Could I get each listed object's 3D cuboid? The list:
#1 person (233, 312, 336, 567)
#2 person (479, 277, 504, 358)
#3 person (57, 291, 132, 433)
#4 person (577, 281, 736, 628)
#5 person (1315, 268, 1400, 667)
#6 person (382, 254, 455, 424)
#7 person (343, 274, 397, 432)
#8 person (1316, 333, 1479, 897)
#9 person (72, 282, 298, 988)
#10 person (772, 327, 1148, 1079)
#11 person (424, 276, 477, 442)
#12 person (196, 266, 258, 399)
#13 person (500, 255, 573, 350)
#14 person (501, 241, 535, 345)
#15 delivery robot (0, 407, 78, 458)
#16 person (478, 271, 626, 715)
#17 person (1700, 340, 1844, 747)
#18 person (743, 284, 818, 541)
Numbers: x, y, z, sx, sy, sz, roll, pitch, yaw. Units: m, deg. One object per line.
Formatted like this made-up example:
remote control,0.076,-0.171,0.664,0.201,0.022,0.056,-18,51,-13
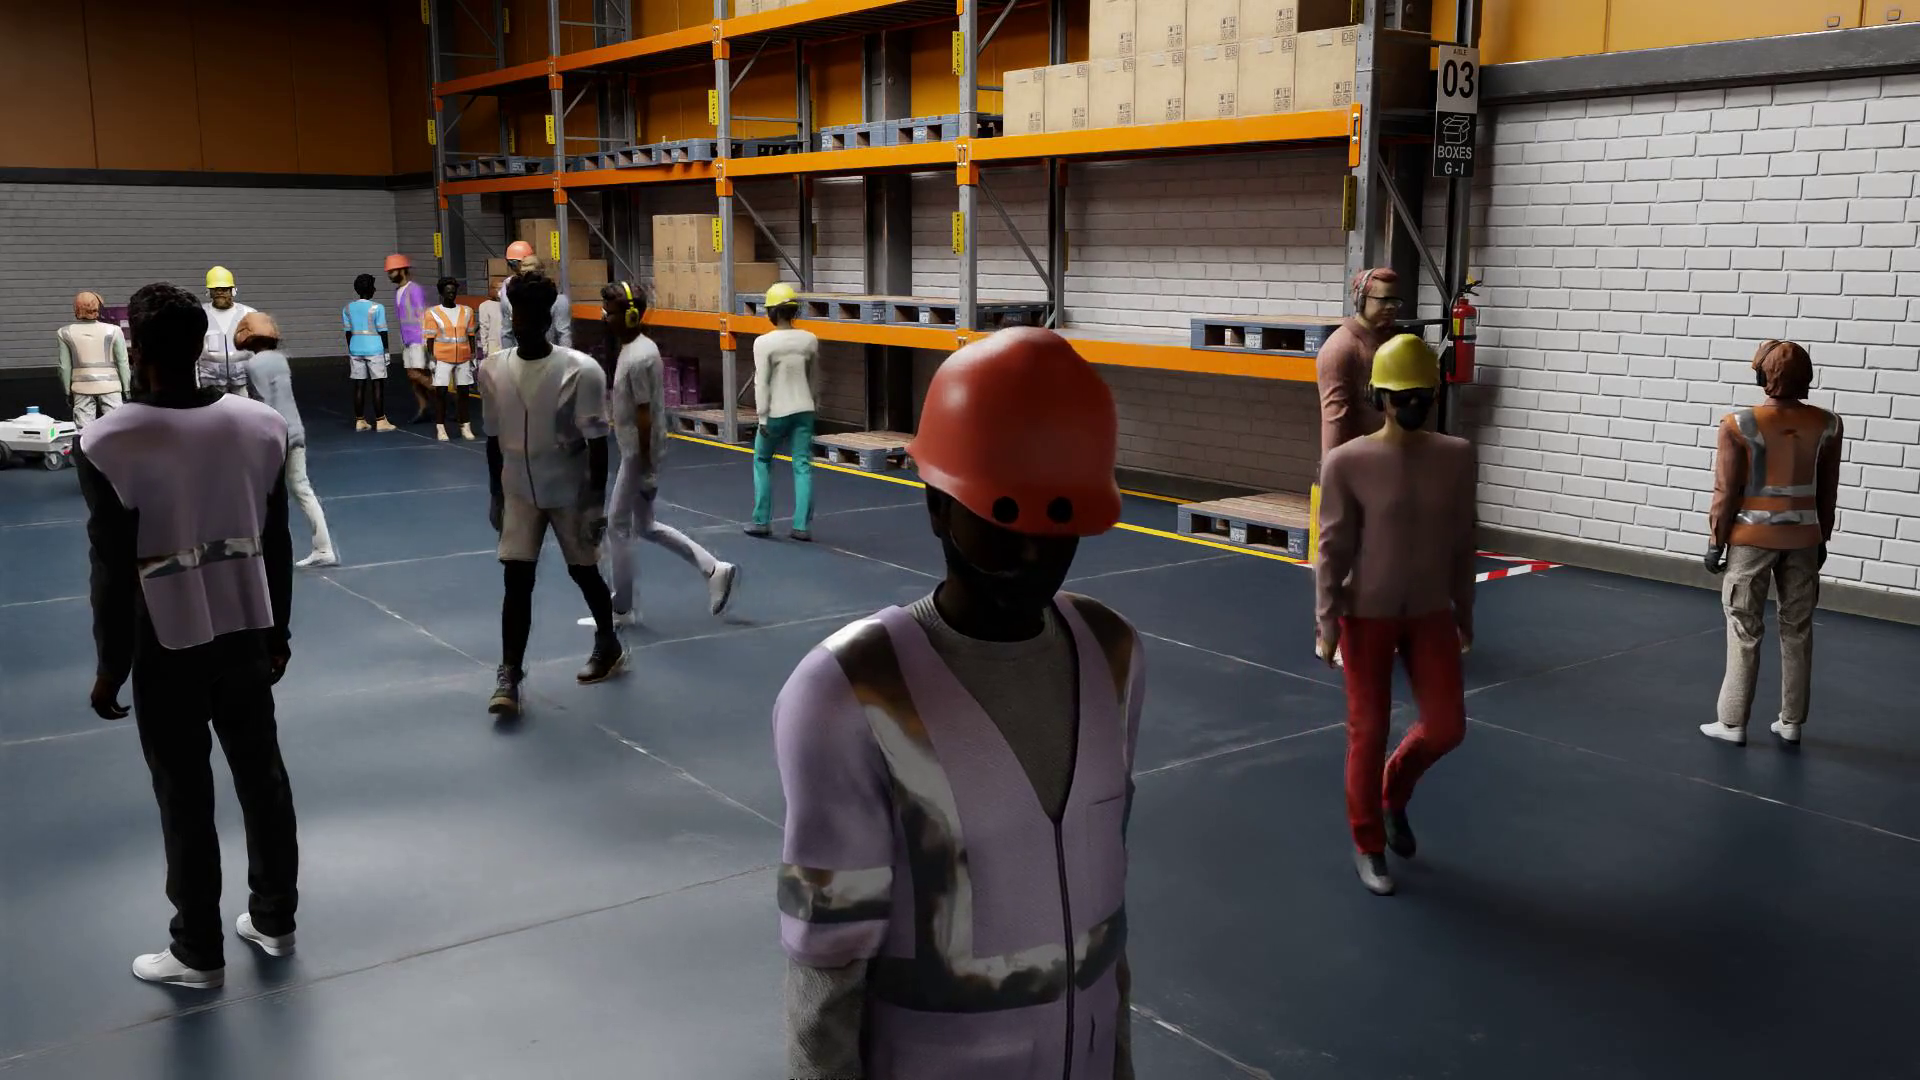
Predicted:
person,-4.262,-0.610,10.347,0.717,1.593,0.519,1,10,7
person,-5.426,-2.277,19.608,0.284,1.626,0.492,10,14,44
person,-6.954,-1.177,13.400,0.514,1.642,0.310,-3,11,-18
person,-1.613,-0.433,8.697,0.759,1.838,0.541,0,10,-2
person,1.969,-0.348,8.023,0.402,1.904,0.651,9,13,40
person,-6.075,-2.234,18.588,0.639,1.907,0.578,-9,14,-42
person,-6.355,-2.005,17.881,0.541,1.696,0.315,3,11,17
person,1.358,0.235,5.174,0.540,1.750,0.387,-2,10,-9
person,-2.077,0.269,4.535,0.393,1.916,0.591,6,12,31
person,0.047,0.706,2.046,0.550,1.927,0.379,-9,13,-40
person,-5.203,-1.845,17.019,0.537,1.690,0.322,-8,13,-37
person,-6.046,-1.331,13.725,0.599,1.832,0.404,-5,11,-25
person,-3.666,-1.470,14.262,0.655,1.914,0.803,1,10,4
person,-4.296,-1.904,16.348,0.391,2.042,0.611,-1,10,-7
delivery robot,-8.312,-0.956,14.945,0.707,0.478,0.477,3,10,14
person,-1.809,-0.218,7.300,0.658,1.906,1.032,2,10,11
person,3.256,0.024,6.682,0.511,1.641,0.308,-1,10,-3
person,-1.237,-0.871,11.402,0.535,1.749,0.640,-7,12,-34
